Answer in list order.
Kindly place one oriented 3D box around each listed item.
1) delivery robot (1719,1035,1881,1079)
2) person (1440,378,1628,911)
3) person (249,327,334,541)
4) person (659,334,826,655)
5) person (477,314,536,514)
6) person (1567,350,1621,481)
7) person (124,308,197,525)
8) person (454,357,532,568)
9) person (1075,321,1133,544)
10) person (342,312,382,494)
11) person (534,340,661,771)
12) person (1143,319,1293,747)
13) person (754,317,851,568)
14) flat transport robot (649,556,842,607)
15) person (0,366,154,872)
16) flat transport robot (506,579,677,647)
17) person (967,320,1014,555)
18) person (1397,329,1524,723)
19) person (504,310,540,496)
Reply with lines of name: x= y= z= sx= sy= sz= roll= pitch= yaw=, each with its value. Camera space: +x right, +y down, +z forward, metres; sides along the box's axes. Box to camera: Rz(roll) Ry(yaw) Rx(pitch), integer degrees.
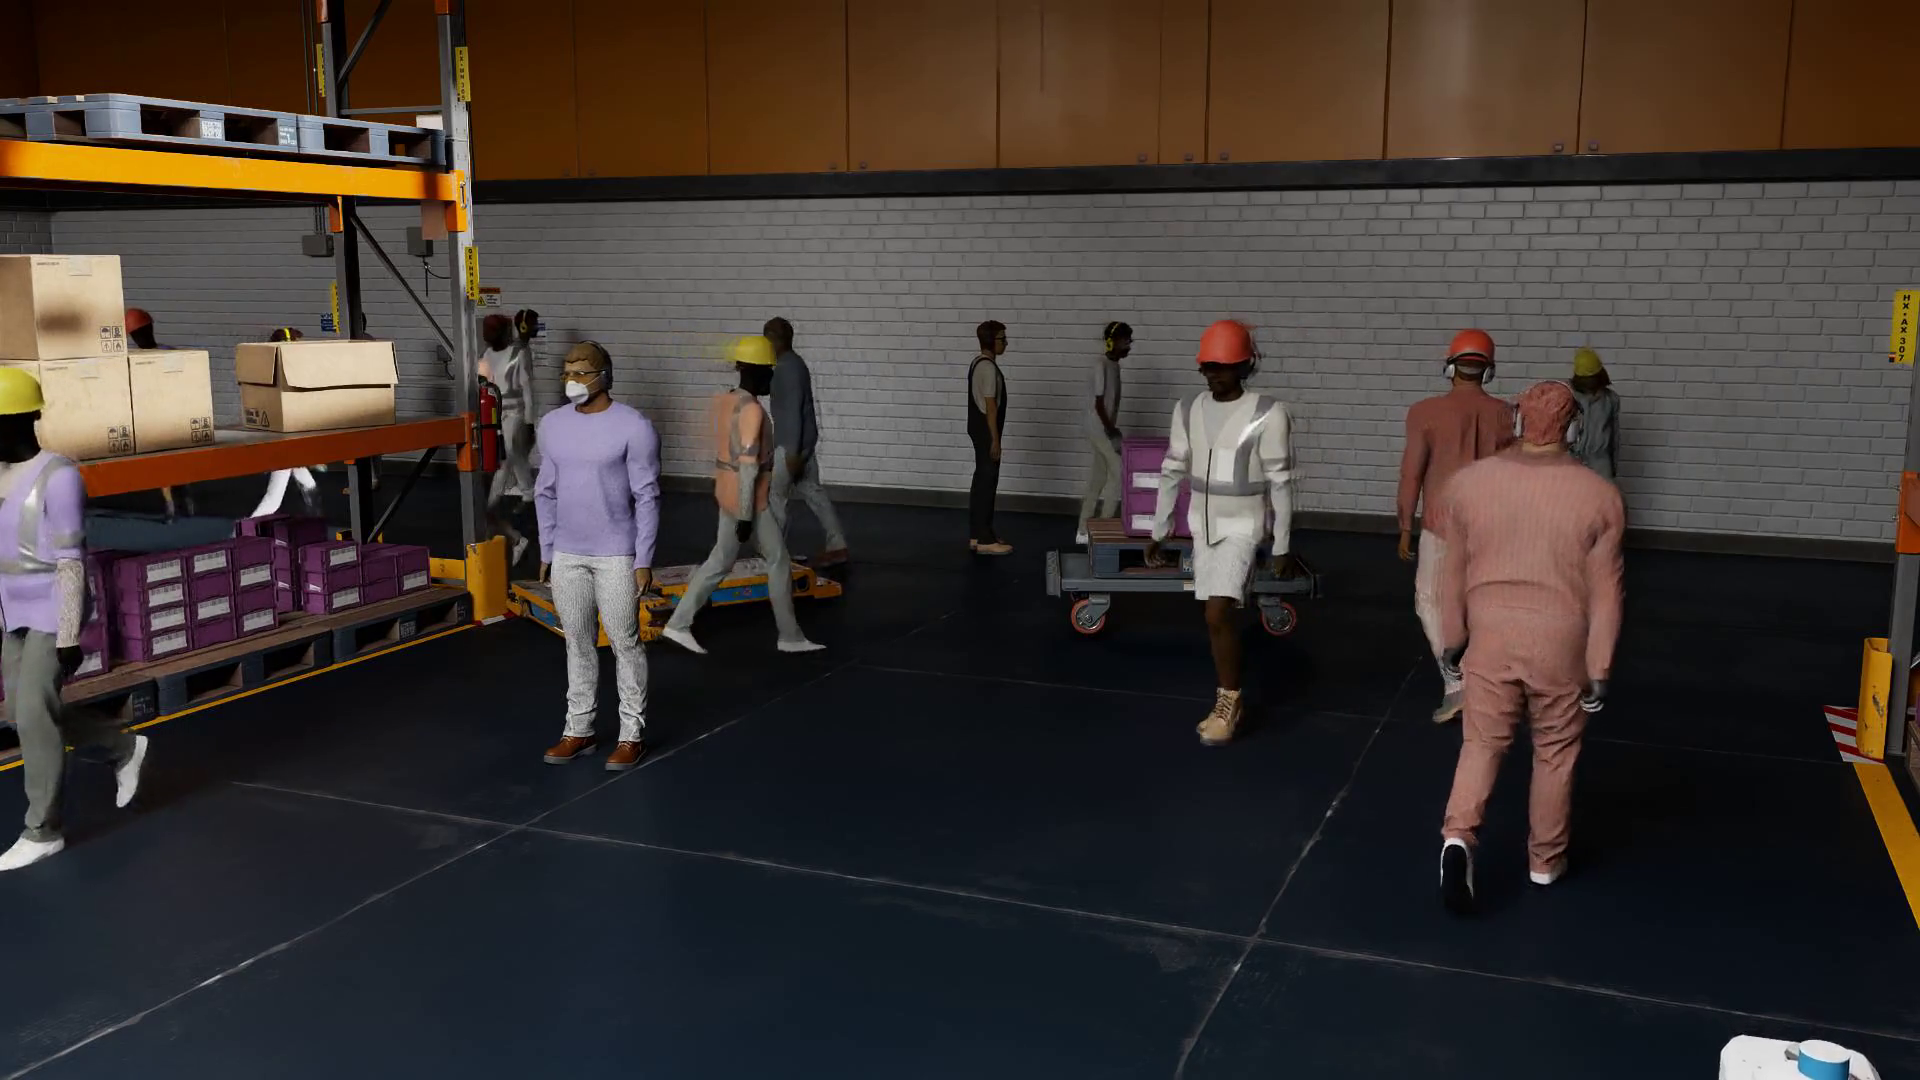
delivery robot: x=1.889 y=1.350 z=3.672 sx=0.477 sy=0.478 sz=0.707 roll=3 pitch=10 yaw=19
person: x=1.991 y=0.372 z=5.866 sx=0.653 sy=1.882 sz=0.813 roll=6 pitch=11 yaw=33
person: x=-4.998 y=-0.657 z=12.319 sx=0.989 sy=1.822 sz=0.533 roll=-5 pitch=11 yaw=-27
person: x=-1.307 y=-0.245 z=9.668 sx=0.947 sy=1.893 sz=0.587 roll=-4 pitch=10 yaw=-25
person: x=-4.132 y=-1.099 z=14.936 sx=0.602 sy=1.825 sz=0.988 roll=5 pitch=11 yaw=29
person: x=4.496 y=-0.530 z=11.945 sx=0.512 sy=1.683 sz=0.771 roll=1 pitch=9 yaw=3
person: x=-7.053 y=-1.077 z=14.584 sx=0.549 sy=1.906 sz=0.455 roll=-2 pitch=10 yaw=-15
person: x=-3.422 y=-0.518 z=12.022 sx=0.449 sy=1.621 sz=0.523 roll=-1 pitch=9 yaw=-6
person: x=1.155 y=-0.828 z=13.309 sx=0.595 sy=1.825 sz=0.514 roll=3 pitch=10 yaw=19
person: x=-5.997 y=-1.374 z=16.571 sx=0.429 sy=1.845 sz=0.622 roll=0 pitch=9 yaw=3
person: x=-1.641 y=0.072 z=7.518 sx=0.630 sy=1.940 sz=0.372 roll=3 pitch=10 yaw=20
person: x=1.217 y=-0.028 z=7.874 sx=0.630 sy=2.017 sz=0.632 roll=-9 pitch=13 yaw=-42
person: x=-1.209 y=-0.699 z=12.308 sx=0.835 sy=1.891 sz=0.733 roll=1 pitch=9 yaw=5
flat transport robot: x=-1.578 y=0.298 z=11.188 sx=1.431 sy=0.197 sz=0.652 roll=-6 pitch=11 yaw=-31
person: x=-3.488 y=0.273 z=6.433 sx=0.590 sy=1.905 sz=0.691 roll=6 pitch=11 yaw=33
flat transport robot: x=-2.317 y=0.423 z=10.427 sx=0.652 sy=0.197 sz=1.431 roll=-6 pitch=11 yaw=-31
person: x=0.230 y=-0.809 z=13.135 sx=0.331 sy=1.844 sz=0.519 roll=-2 pitch=10 yaw=-11
person: x=2.506 y=-0.060 z=8.280 sx=0.637 sy=1.959 sz=0.640 roll=0 pitch=9 yaw=-3
person: x=-4.334 y=-1.347 z=16.443 sx=0.413 sy=1.843 sz=0.537 roll=-2 pitch=9 yaw=-9
